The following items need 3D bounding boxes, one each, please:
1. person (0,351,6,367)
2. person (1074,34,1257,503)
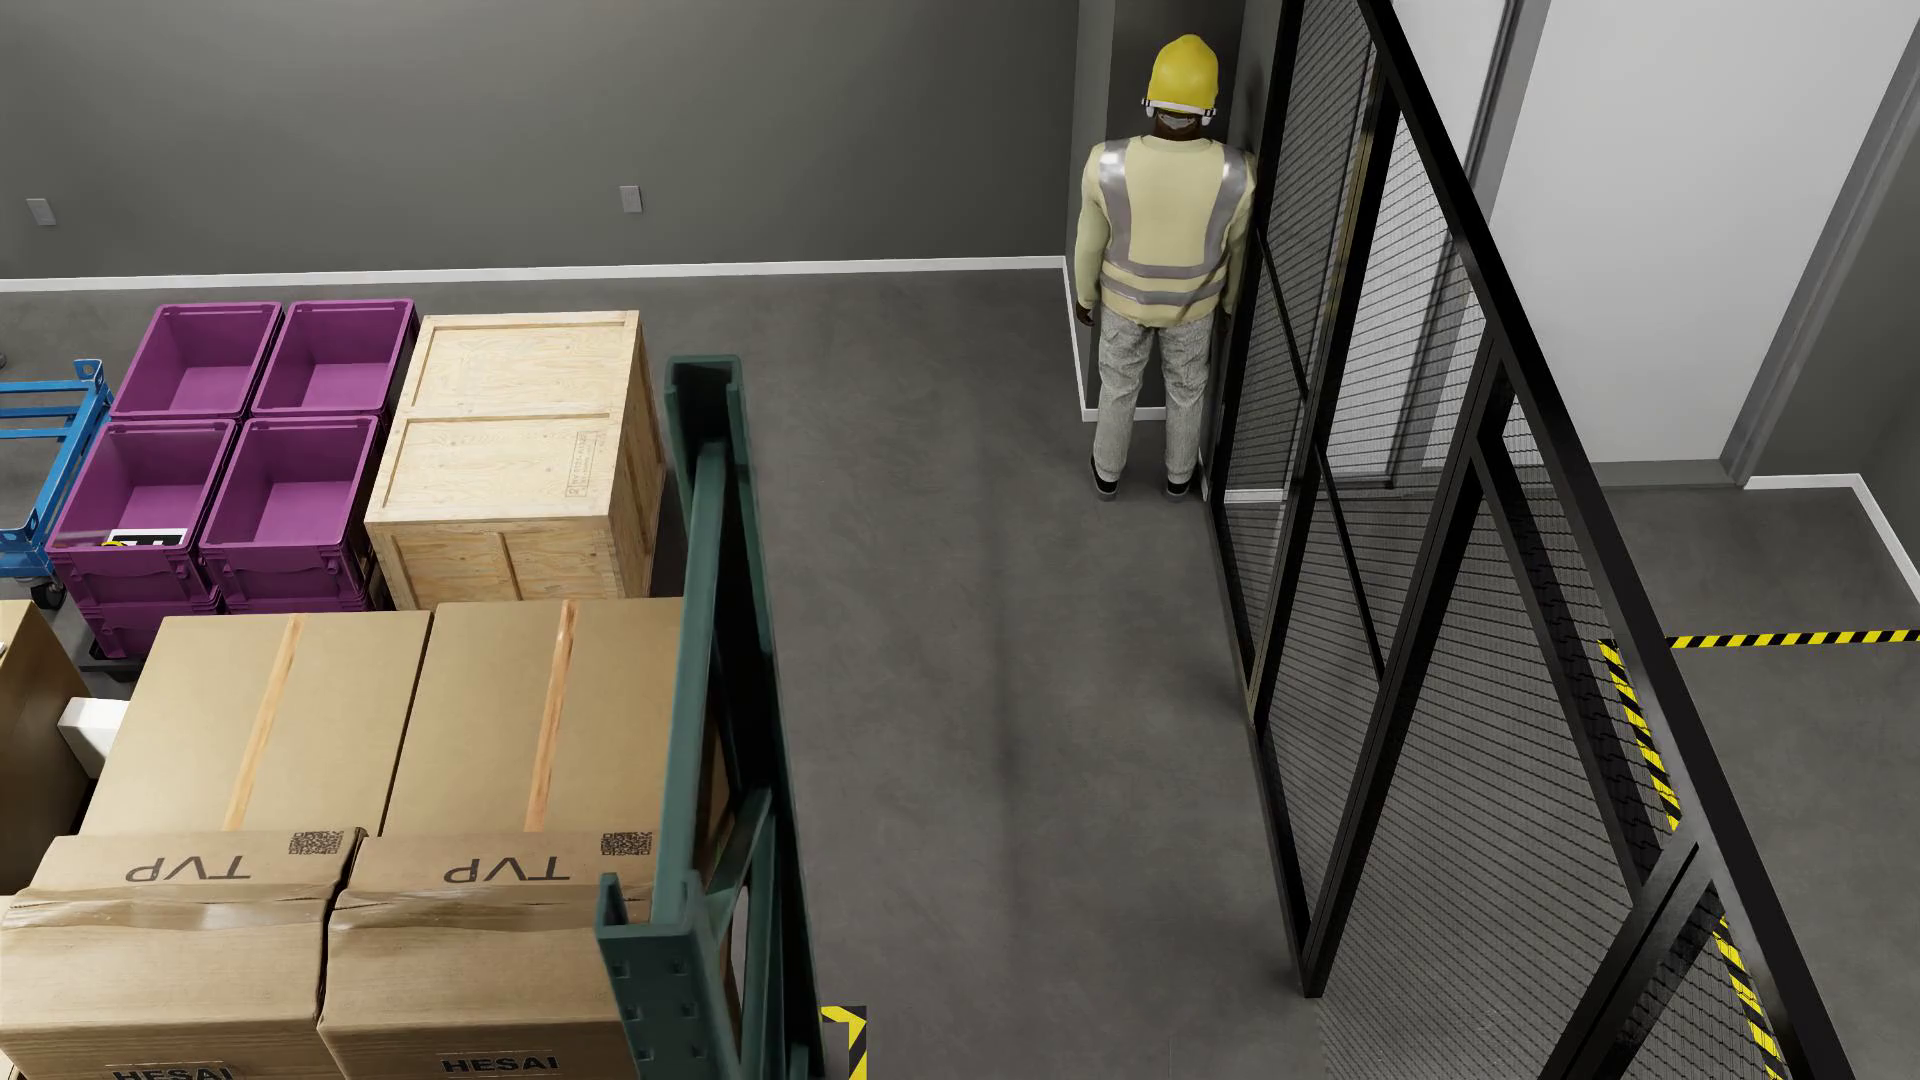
[{"bbox_3d":[-4.028,-1.268,5.967,0.357,1.938,0.638,-3,46,-3],"label":"person"},{"bbox_3d":[0.683,-0.859,5.648,0.600,1.831,0.404,3,46,3],"label":"person"}]
